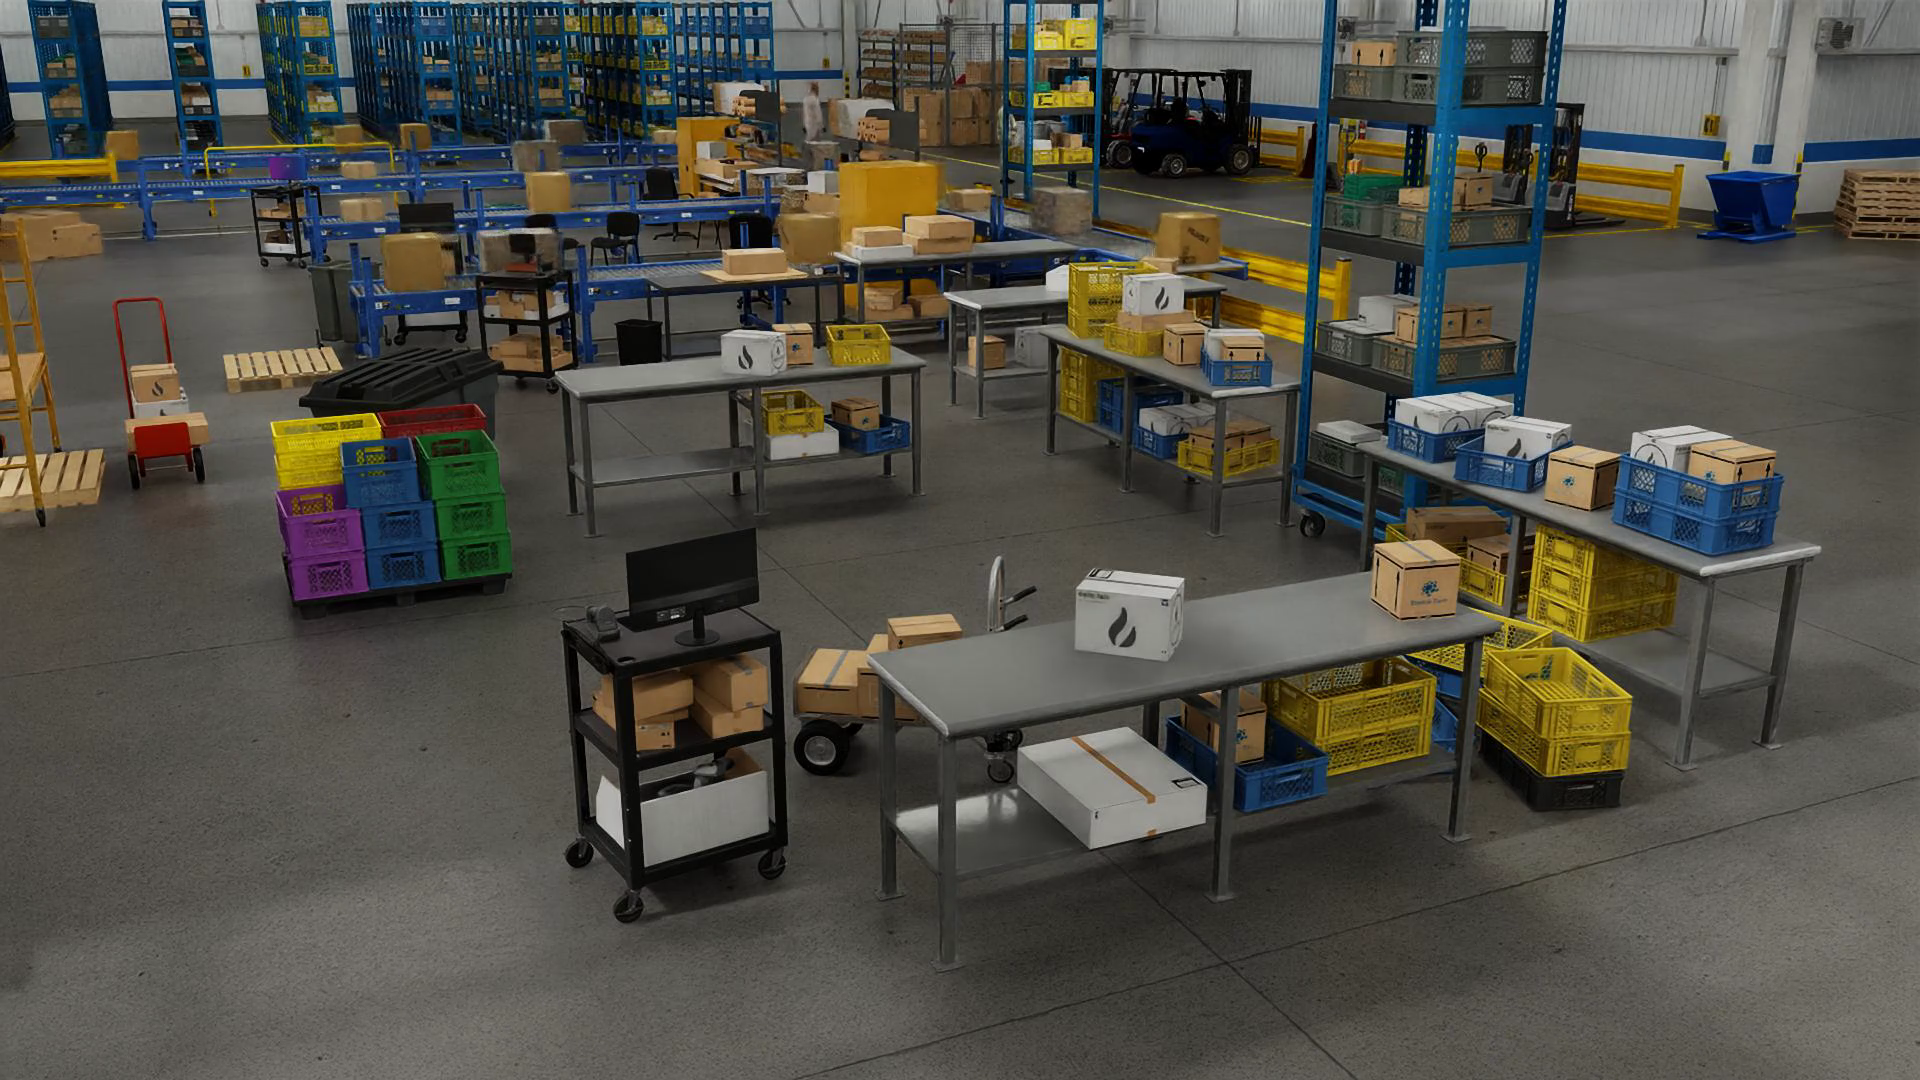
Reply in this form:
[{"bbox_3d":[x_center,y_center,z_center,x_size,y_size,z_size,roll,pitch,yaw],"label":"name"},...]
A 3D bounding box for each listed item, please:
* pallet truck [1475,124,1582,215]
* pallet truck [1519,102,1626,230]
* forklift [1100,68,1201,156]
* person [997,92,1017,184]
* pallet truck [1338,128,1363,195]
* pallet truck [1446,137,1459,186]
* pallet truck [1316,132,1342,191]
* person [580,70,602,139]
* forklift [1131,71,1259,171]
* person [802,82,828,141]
[{"bbox_3d":[9.707,-6.455,28.103,1.885,1.965,0.823,-7,19,-20],"label":"pallet truck"},{"bbox_3d":[9.972,-6.037,26.785,1.885,1.965,0.823,-9,20,-25],"label":"pallet truck"},{"bbox_3d":[4.082,-9.564,37.410,2.680,1.987,1.157,-8,19,-23],"label":"forklift"},{"bbox_3d":[0.955,-8.136,33.681,0.403,1.824,0.589,4,18,11],"label":"person"},{"bbox_3d":[7.845,-7.140,31.411,1.522,1.261,0.704,-9,20,-25],"label":"pallet truck"},{"bbox_3d":[9.184,-6.485,29.328,1.630,1.274,0.653,-8,19,-23],"label":"pallet truck"},{"bbox_3d":[7.723,-7.504,32.656,1.601,1.201,0.680,-8,19,-23],"label":"pallet truck"},{"bbox_3d":[-10.102,-11.934,45.602,0.568,1.849,0.386,3,18,10],"label":"person"},{"bbox_3d":[4.998,-8.936,35.413,2.680,1.987,1.157,-9,20,-25],"label":"forklift"},{"bbox_3d":[-3.221,-9.279,37.227,1.008,1.853,0.642,-7,19,-20],"label":"person"}]
